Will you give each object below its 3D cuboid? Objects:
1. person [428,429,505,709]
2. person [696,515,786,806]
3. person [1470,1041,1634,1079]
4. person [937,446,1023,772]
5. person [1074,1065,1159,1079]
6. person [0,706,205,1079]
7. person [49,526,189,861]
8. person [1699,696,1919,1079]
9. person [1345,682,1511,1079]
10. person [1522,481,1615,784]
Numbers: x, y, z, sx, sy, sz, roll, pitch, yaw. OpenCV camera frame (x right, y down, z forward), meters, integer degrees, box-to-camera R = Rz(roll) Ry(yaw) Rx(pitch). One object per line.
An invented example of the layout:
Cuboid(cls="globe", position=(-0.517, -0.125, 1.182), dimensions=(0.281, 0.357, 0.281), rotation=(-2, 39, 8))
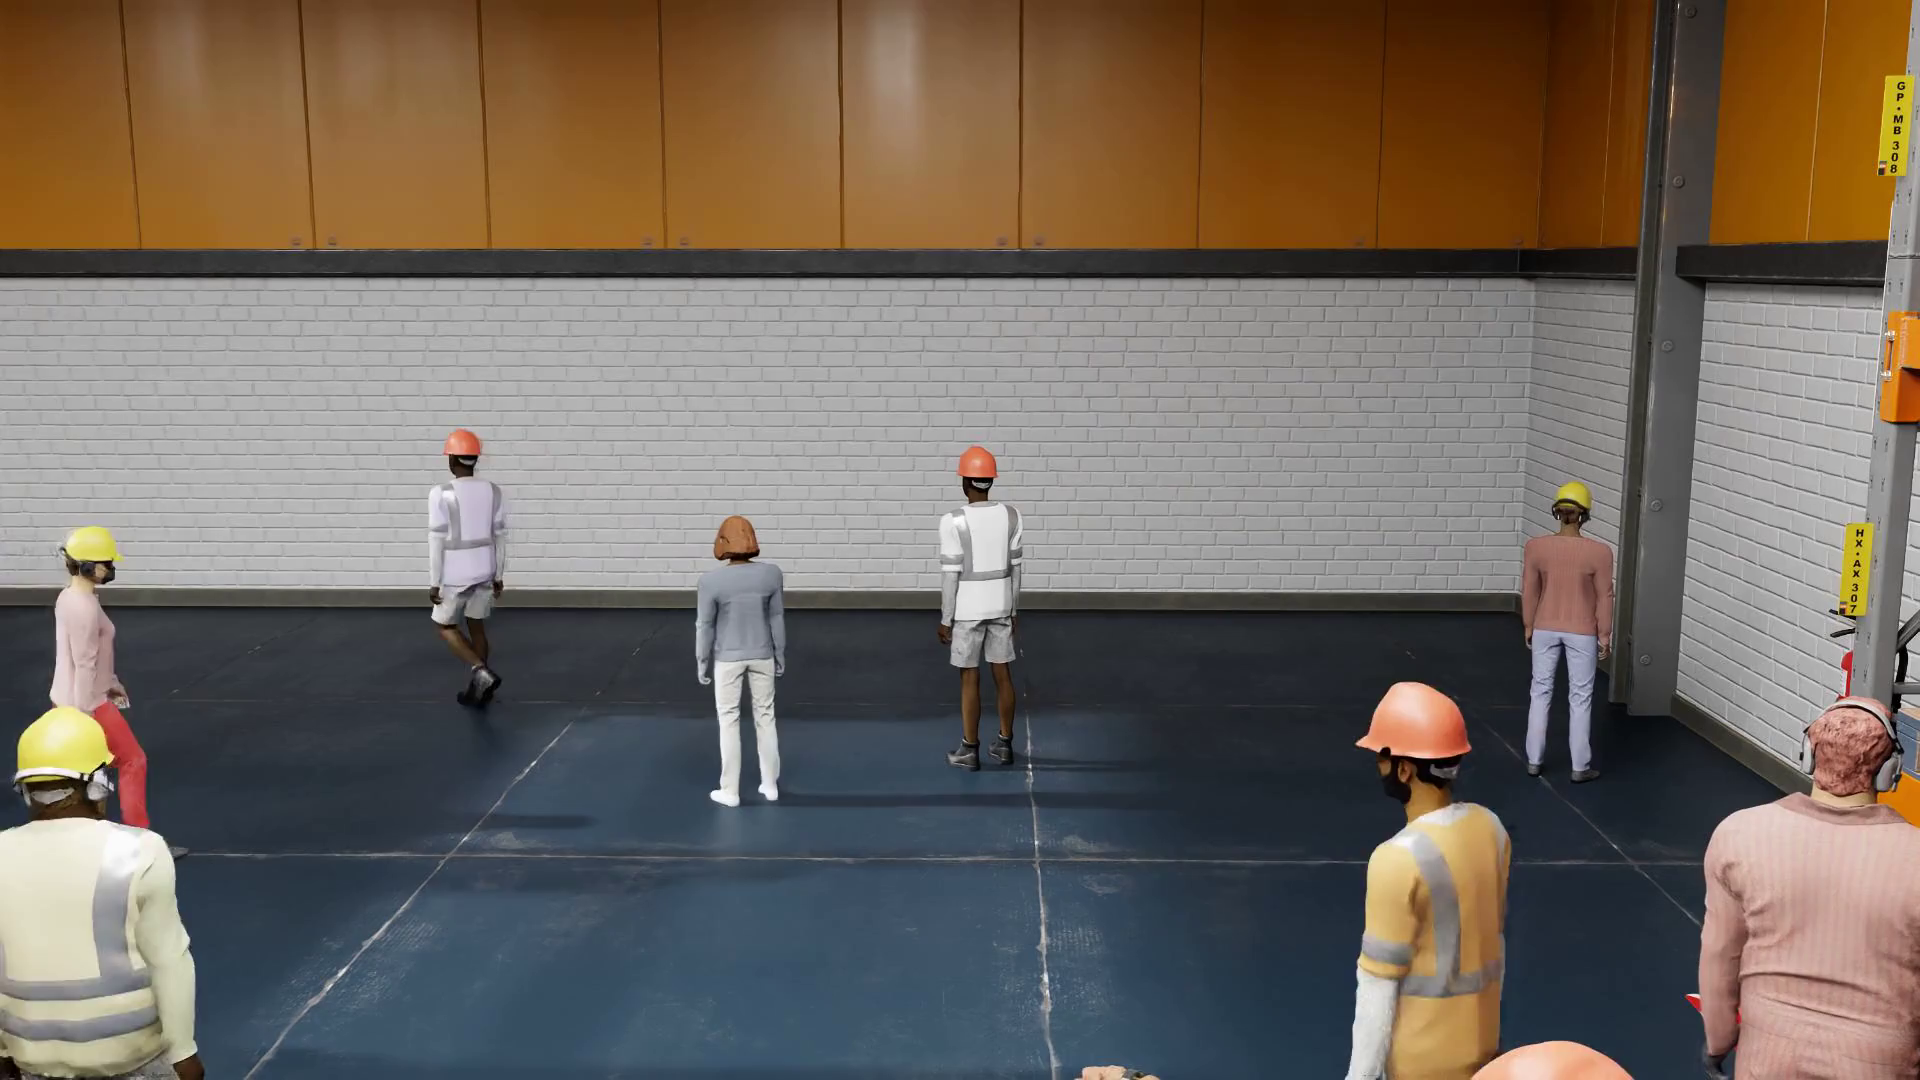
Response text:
Cuboid(cls="person", position=(-3.265, 0.219, 11.126), dimensions=(0.551, 1.917, 0.558), rotation=(8, 13, 41))
Cuboid(cls="person", position=(-1.219, 0.674, 9.284), dimensions=(0.508, 1.627, 0.286), rotation=(-4, 10, -22))
Cuboid(cls="person", position=(0.770, 1.638, 2.261), dimensions=(0.396, 2.038, 0.615), rotation=(-7, 12, -37))
Cuboid(cls="person", position=(0.109, 0.410, 9.921), dimensions=(0.544, 1.939, 0.372), rotation=(-5, 11, -26))
Cuboid(cls="person", position=(0.309, 1.721, 2.966), dimensions=(0.311, 1.638, 0.522), rotation=(3, 10, 16))
Cuboid(cls="person", position=(-2.399, 1.358, 4.596), dimensions=(0.622, 1.817, 0.425), rotation=(0, 9, -2))
Cuboid(cls="person", position=(-4.225, 0.792, 8.257), dimensions=(0.741, 1.736, 0.525), rotation=(-8, 13, -41))
Cuboid(cls="person", position=(2.291, 1.350, 4.386), dimensions=(0.636, 1.911, 0.404), rotation=(7, 12, 37))
Cuboid(cls="person", position=(1.222, 1.329, 4.462), dimensions=(0.422, 1.920, 0.553), rotation=(8, 13, 41))
Cuboid(cls="person", position=(3.534, 0.537, 9.692), dimensions=(0.523, 1.765, 0.316), rotation=(7, 12, 35))
